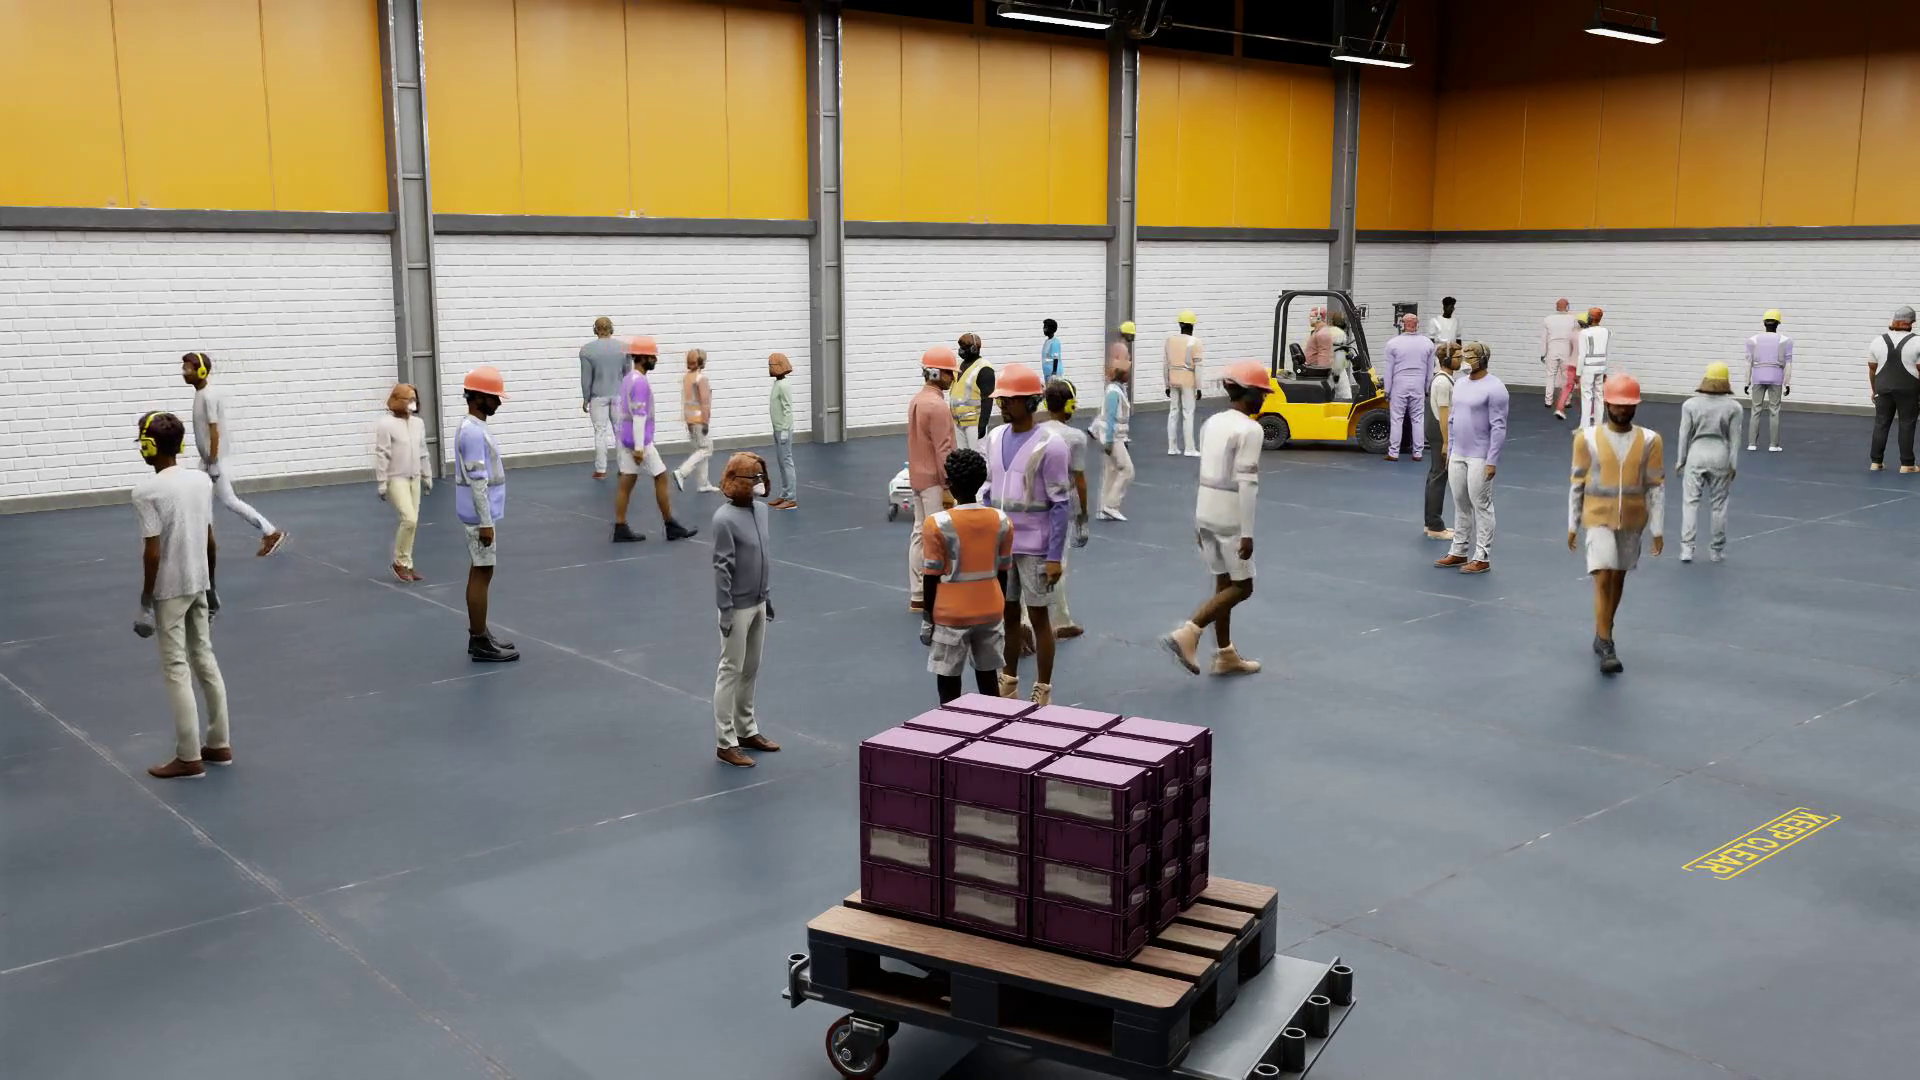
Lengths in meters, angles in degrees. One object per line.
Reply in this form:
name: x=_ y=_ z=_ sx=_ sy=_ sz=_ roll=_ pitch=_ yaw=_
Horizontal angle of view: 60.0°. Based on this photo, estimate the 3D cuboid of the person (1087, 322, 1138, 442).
person: x=2.173 y=-2.241 z=23.613 sx=0.676 sy=1.719 sz=0.532 roll=-2 pitch=10 yaw=-11

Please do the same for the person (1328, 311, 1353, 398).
person: x=5.791 y=-2.584 z=25.395 sx=0.961 sy=1.791 sz=0.646 roll=-3 pitch=10 yaw=-17

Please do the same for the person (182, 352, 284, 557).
person: x=-6.393 y=-0.721 z=14.392 sx=0.906 sy=1.838 sz=0.527 roll=-7 pitch=12 yaw=-35

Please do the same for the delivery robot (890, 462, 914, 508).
delivery robot: x=-0.499 y=-0.544 z=16.797 sx=0.477 sy=0.478 sz=0.707 roll=1 pitch=10 yaw=6

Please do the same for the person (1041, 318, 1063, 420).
person: x=1.404 y=-2.545 z=25.470 sx=0.321 sy=1.690 sz=0.536 roll=-2 pitch=10 yaw=-14

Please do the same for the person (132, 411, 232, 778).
person: x=-3.961 y=0.279 z=8.418 sx=0.310 sy=1.865 sz=0.532 roll=3 pitch=10 yaw=16

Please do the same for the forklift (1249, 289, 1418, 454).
forklift: x=5.034 y=-2.339 z=22.783 sx=2.313 sy=2.155 sz=1.214 roll=3 pitch=10 yaw=16

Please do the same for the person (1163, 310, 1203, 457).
person: x=2.951 y=-2.060 z=21.931 sx=0.590 sy=1.926 sz=0.388 roll=9 pitch=13 yaw=42

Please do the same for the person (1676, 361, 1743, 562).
person: x=6.472 y=-0.674 z=14.384 sx=0.490 sy=1.750 sz=0.335 roll=4 pitch=11 yaw=23

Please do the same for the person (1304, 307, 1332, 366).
person: x=5.135 y=-2.399 z=23.977 sx=0.409 sy=1.906 sz=0.652 roll=1 pitch=10 yaw=8

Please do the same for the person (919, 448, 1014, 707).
person: x=0.034 y=0.384 z=8.324 sx=0.530 sy=1.689 sz=0.321 roll=-7 pitch=12 yaw=-34

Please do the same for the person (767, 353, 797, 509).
person: x=-1.870 y=-1.137 z=17.385 sx=0.266 sy=1.631 sz=0.507 roll=-3 pitch=10 yaw=-16

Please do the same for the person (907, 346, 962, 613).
person: x=-0.181 y=-0.418 z=12.141 sx=0.392 sy=1.988 sz=0.609 roll=-4 pitch=10 yaw=-21

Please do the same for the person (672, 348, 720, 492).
person: x=-2.941 y=-1.307 z=18.422 sx=0.551 sy=1.620 sz=0.517 roll=-7 pitch=12 yaw=-34

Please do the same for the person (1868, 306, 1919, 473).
person: x=11.497 y=-1.846 z=20.346 sx=0.538 sy=2.000 sz=0.684 roll=-8 pitch=13 yaw=-40

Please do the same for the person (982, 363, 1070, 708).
person: x=0.338 y=0.023 z=9.397 sx=0.391 sy=2.045 sz=0.608 roll=-9 pitch=13 yaw=-41

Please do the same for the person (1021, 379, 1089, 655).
person: x=0.601 y=-0.161 z=11.143 sx=0.529 sy=1.829 sz=0.913 roll=7 pitch=12 yaw=37

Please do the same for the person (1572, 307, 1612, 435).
person: x=9.314 y=-2.480 z=24.517 sx=0.579 sy=1.884 sz=0.352 roll=-4 pitch=10 yaw=-22

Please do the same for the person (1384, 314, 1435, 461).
person: x=5.760 y=-1.954 z=21.406 sx=0.646 sy=1.899 sz=0.403 roll=0 pitch=10 yaw=-2

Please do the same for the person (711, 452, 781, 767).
person: x=-1.121 y=0.350 z=8.683 sx=0.265 sy=1.632 sz=0.507 roll=4 pitch=10 yaw=21

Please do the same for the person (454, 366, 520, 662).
person: x=-3.099 y=-0.170 z=10.865 sx=0.367 sy=1.930 sz=0.542 roll=-3 pitch=10 yaw=-18

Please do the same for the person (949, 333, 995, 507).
person: x=0.100 y=-1.229 z=17.315 sx=0.429 sy=1.845 sz=0.621 roll=-6 pitch=11 yaw=-30

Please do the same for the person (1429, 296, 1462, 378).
person: x=8.294 y=-3.184 z=28.448 sx=0.605 sy=1.956 sz=0.381 roll=-1 pitch=10 yaw=-6

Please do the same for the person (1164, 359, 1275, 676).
person: x=1.620 y=-0.114 z=10.320 sx=0.704 sy=2.011 sz=0.620 roll=-4 pitch=11 yaw=-24

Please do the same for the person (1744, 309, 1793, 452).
person: x=10.896 y=-2.142 z=22.440 sx=0.585 sy=1.918 sz=0.382 roll=6 pitch=12 yaw=33

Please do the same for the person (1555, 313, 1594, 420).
person: x=9.979 y=-2.795 z=26.828 sx=0.892 sy=1.725 sz=0.538 roll=-6 pitch=11 yaw=-29

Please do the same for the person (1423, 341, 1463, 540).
person: x=4.519 y=-0.926 z=15.531 sx=0.344 sy=1.847 sz=0.504 roll=2 pitch=10 yaw=10

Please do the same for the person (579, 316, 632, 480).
person: x=-4.172 y=-1.674 z=19.647 sx=0.631 sy=1.939 sz=0.372 roll=-5 pitch=11 yaw=-27

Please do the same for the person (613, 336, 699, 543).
person: x=-2.834 y=-0.926 z=15.350 sx=0.883 sy=1.899 sz=0.564 roll=-4 pitch=11 yaw=-24

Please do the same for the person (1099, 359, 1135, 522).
person: x=1.568 y=-0.975 z=16.455 sx=0.426 sy=1.619 sz=0.537 roll=2 pitch=10 yaw=10

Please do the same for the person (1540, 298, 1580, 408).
person: x=10.447 y=-3.248 z=28.953 sx=0.652 sy=1.904 sz=0.403 roll=4 pitch=10 yaw=22

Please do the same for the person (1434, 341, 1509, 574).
person: x=4.273 y=-0.687 z=13.865 sx=0.373 sy=1.940 sz=0.629 roll=-4 pitch=11 yaw=-23

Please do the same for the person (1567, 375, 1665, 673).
person: x=4.227 y=-0.119 z=10.700 sx=0.561 sy=1.884 sz=0.980 roll=2 pitch=10 yaw=11

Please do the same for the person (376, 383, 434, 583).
person: x=-4.460 y=-0.454 z=13.420 sx=0.423 sy=1.618 sz=0.533 roll=4 pitch=11 yaw=23
